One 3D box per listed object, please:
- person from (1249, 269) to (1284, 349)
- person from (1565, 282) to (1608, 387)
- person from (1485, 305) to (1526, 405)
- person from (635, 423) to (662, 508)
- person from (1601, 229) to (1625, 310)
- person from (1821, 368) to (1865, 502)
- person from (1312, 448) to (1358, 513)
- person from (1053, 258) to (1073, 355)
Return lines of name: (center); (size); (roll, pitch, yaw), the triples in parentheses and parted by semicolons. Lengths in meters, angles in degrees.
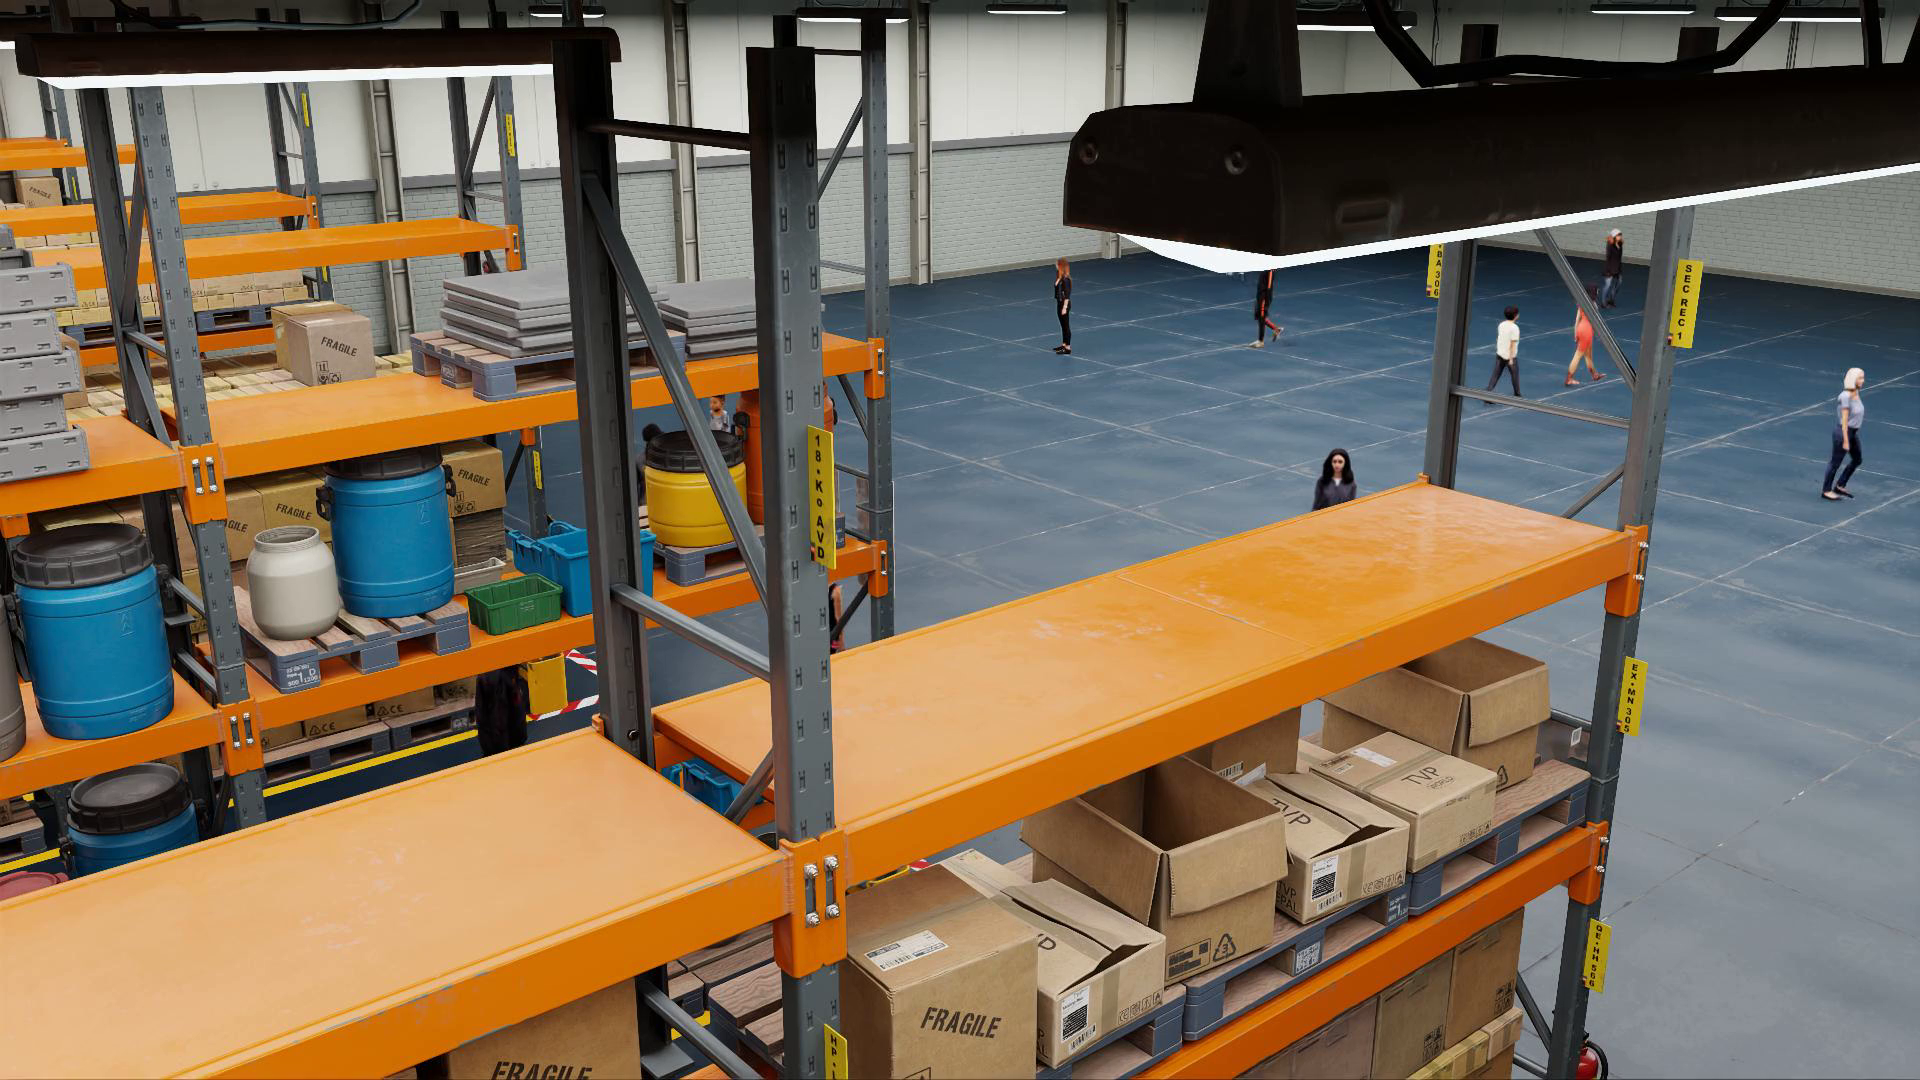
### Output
person: (5.624, -4.402, 30.287); (1.020, 1.799, 0.912); (-2, 18, -6)
person: (10.135, -3.328, 27.175); (1.109, 1.683, 0.895); (-4, 18, -11)
person: (8.450, -2.841, 25.900); (1.052, 1.546, 0.778); (-8, 20, -22)
person: (-3.225, -0.346, 17.761); (0.741, 1.843, 0.838); (-1, 18, -4)
person: (13.338, -5.569, 34.156); (0.597, 1.622, 0.731); (-10, 21, -29)
person: (11.104, -1.343, 21.034); (0.544, 1.712, 0.673); (-17, 24, -41)
person: (3.836, -0.096, 17.115); (0.672, 1.766, 0.712); (3, 18, 10)
person: (1.882, -4.205, 29.835); (0.709, 1.705, 0.684); (-1, 18, -4)
